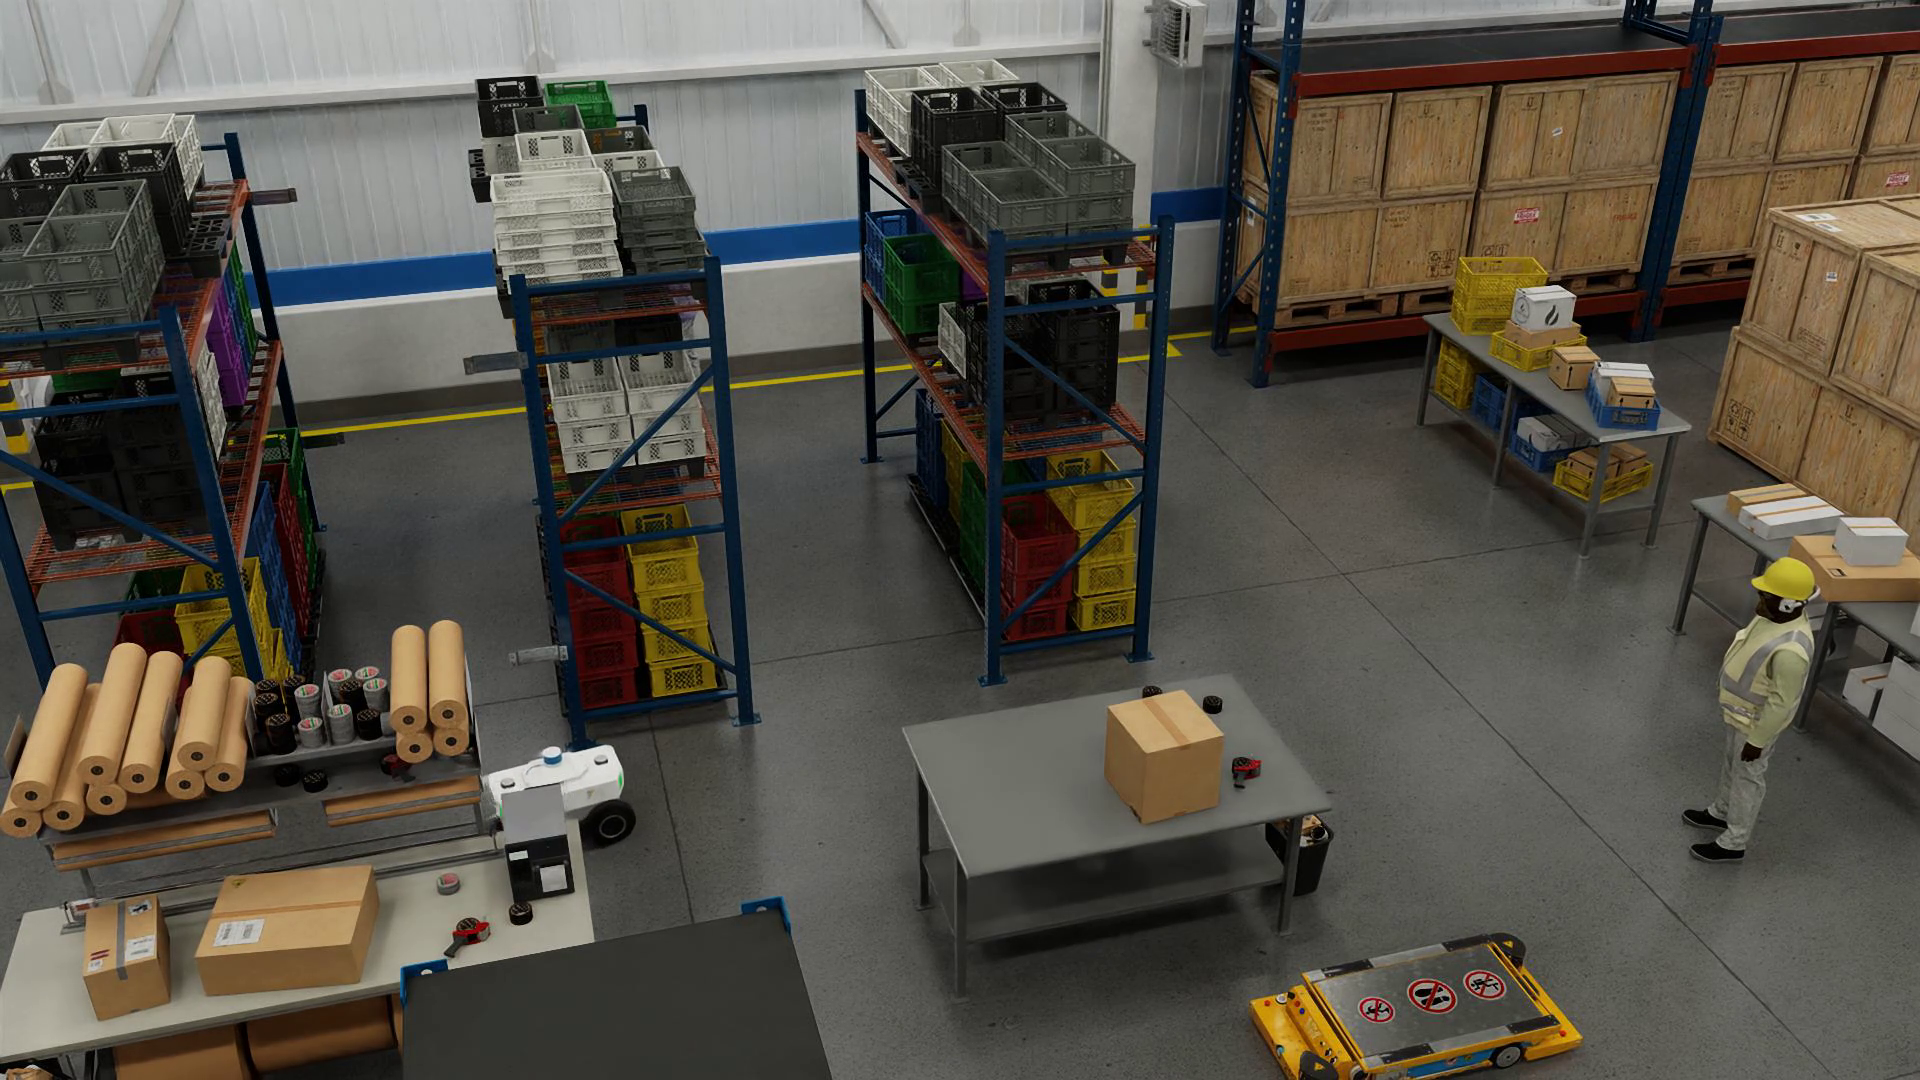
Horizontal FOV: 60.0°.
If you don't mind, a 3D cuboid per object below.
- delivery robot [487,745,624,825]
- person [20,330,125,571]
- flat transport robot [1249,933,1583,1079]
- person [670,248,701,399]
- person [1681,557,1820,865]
[{"bbox_3d":[-2.243,1.374,9.247,0.707,0.478,0.477,-12,31,-21],"label":"delivery robot"},{"bbox_3d":[-6.285,-0.654,11.659,0.585,1.882,0.343,18,33,29],"label":"person"},{"bbox_3d":[2.184,2.282,7.980,1.431,0.197,0.652,-8,30,-14],"label":"flat transport robot"},{"bbox_3d":[-2.355,-1.824,13.735,0.372,1.940,0.630,1,29,3],"label":"person"},{"bbox_3d":[4.231,0.905,8.876,0.404,1.833,0.590,7,30,13],"label":"person"}]
